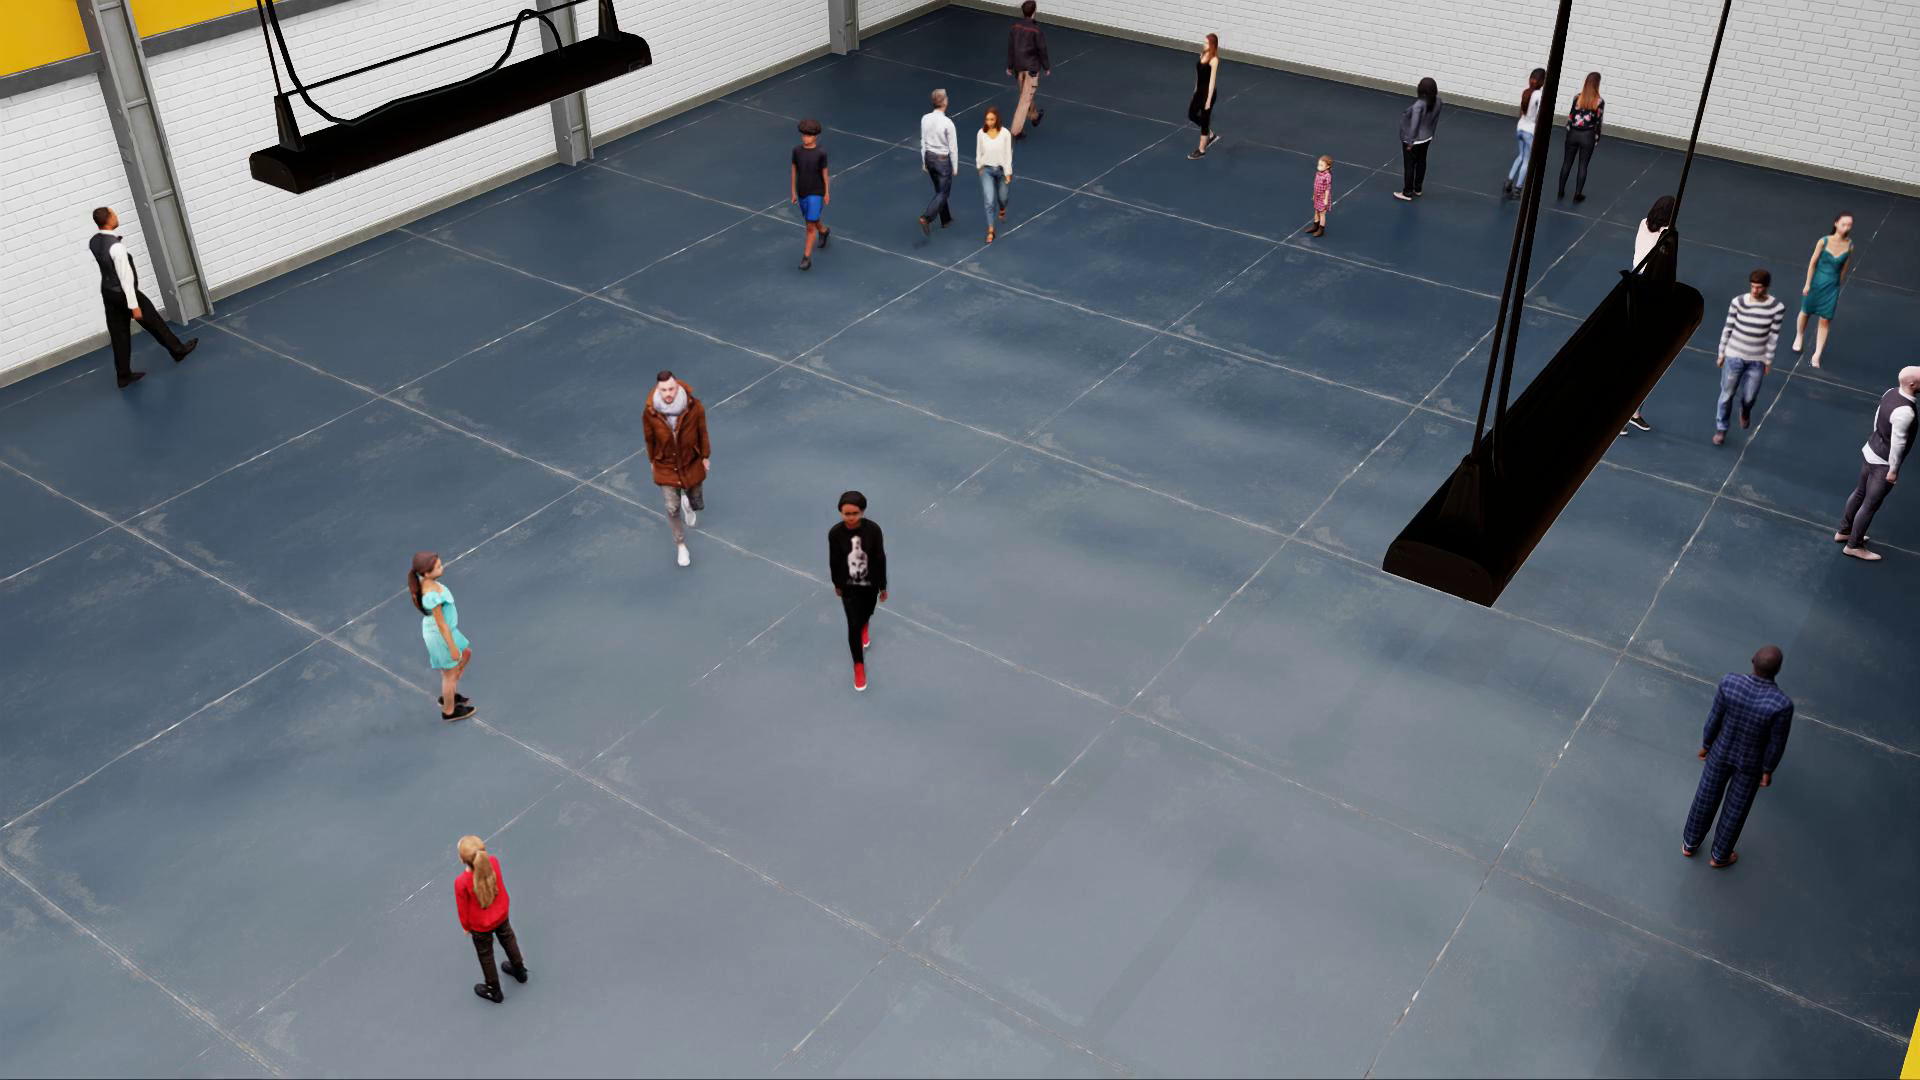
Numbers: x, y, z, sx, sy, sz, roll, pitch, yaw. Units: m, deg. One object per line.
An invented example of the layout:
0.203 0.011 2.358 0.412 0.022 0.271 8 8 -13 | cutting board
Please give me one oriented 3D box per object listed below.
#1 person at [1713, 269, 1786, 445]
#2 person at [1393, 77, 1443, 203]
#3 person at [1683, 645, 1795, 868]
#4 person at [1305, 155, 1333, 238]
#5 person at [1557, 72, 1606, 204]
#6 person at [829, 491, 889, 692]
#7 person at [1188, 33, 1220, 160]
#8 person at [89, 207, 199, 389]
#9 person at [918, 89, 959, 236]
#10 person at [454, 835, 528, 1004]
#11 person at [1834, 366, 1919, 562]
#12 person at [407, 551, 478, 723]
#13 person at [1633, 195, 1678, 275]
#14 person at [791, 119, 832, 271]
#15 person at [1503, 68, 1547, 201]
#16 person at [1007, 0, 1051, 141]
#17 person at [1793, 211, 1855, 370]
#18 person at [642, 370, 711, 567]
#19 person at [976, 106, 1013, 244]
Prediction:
7.648 -1.820 16.199 0.700 1.828 0.788 15 36 21 | person
5.920 -5.187 21.474 0.682 1.597 0.792 -24 41 -32 | person
5.271 1.456 11.273 0.693 1.826 0.638 27 42 34 | person
4.494 -4.280 20.629 0.530 1.020 0.498 -14 36 -20 | person
7.997 -5.190 21.401 0.571 1.683 0.489 21 39 29 | person
-0.795 0.293 13.186 1.044 1.646 1.116 -5 34 -8 | person
3.411 -6.069 22.690 0.869 1.720 0.786 -13 36 -18 | person
-8.695 -2.463 17.127 0.780 1.872 1.209 18 37 24 | person
-0.292 -4.620 20.439 0.662 1.798 1.063 20 38 27 | person
-2.962 2.353 10.416 0.540 1.281 0.415 22 40 30 | person
8.053 -0.694 14.510 0.836 1.823 0.696 5 34 8 | person
-3.995 0.748 12.590 0.701 1.548 0.655 -15 37 -22 | person
7.366 -2.857 17.812 0.737 1.769 0.731 -13 36 -18 | person
-1.742 -4.165 19.793 0.869 1.756 1.260 11 35 16 | person
7.310 -5.220 21.412 0.725 1.720 0.683 -11 35 -16 | person
0.891 -6.511 23.220 0.763 1.869 1.215 19 38 26 | person
9.152 -2.710 17.701 0.749 1.649 1.046 10 35 15 | person
-2.453 -0.684 14.496 1.039 1.822 1.085 -7 34 -10 | person
0.452 -4.533 20.435 0.846 1.658 1.024 6 34 9 | person
